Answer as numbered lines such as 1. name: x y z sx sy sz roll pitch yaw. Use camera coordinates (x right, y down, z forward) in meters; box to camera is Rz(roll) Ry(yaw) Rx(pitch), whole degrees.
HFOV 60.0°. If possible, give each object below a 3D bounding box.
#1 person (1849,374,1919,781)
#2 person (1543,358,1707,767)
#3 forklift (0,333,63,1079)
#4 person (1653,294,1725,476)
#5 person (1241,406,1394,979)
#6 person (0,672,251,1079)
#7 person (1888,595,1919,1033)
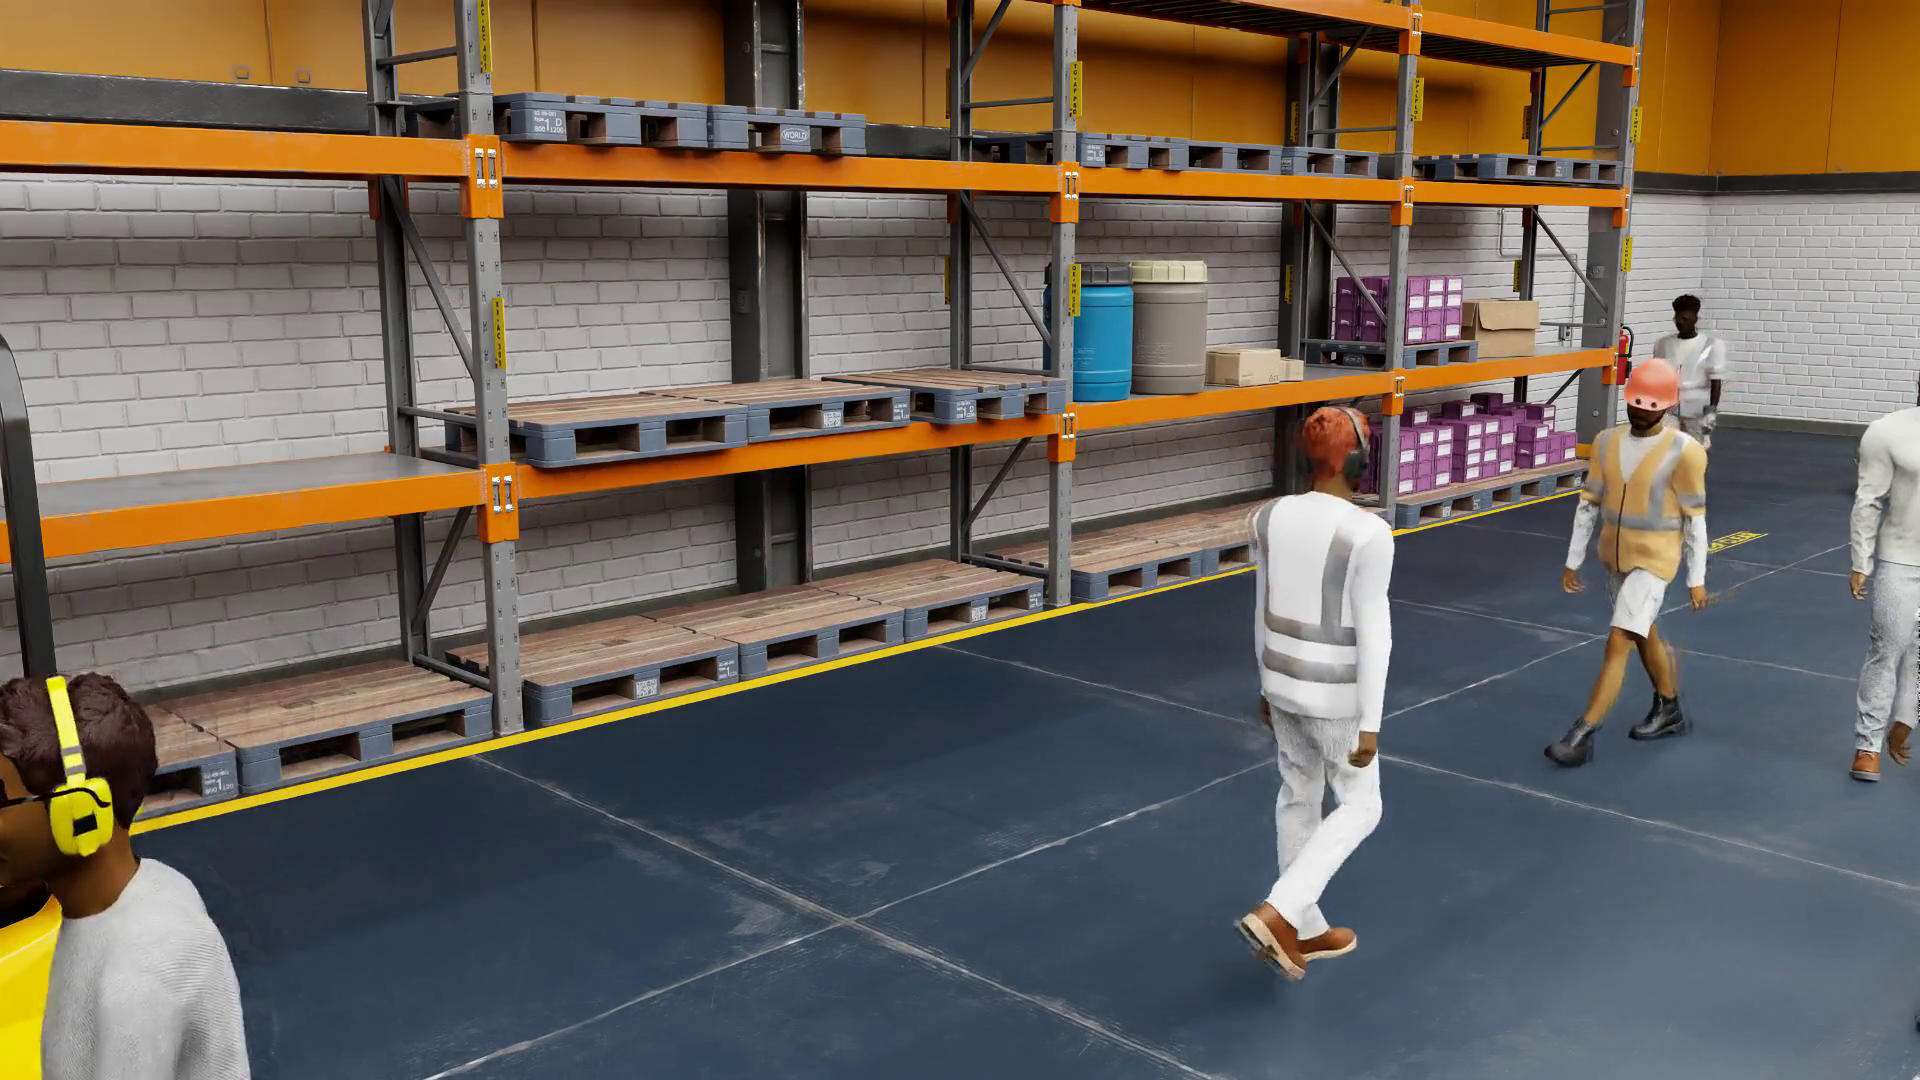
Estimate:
1. person: 4.236 0.125 7.270 0.640 1.941 0.395 4 11 19
2. person: 3.108 0.091 7.648 1.042 1.865 0.567 -5 12 -27
3. forklift: -3.289 0.485 4.582 1.214 2.155 2.313 -10 14 -44
4. person: 6.116 -1.108 14.040 0.623 1.919 0.998 9 14 41
5. person: 1.112 0.508 5.338 0.517 1.872 0.579 -7 13 -34
6. person: -1.202 1.089 2.288 0.951 1.822 0.539 -7 13 -35
7. person: 3.268 0.538 5.164 0.581 1.876 0.920 10 14 42
